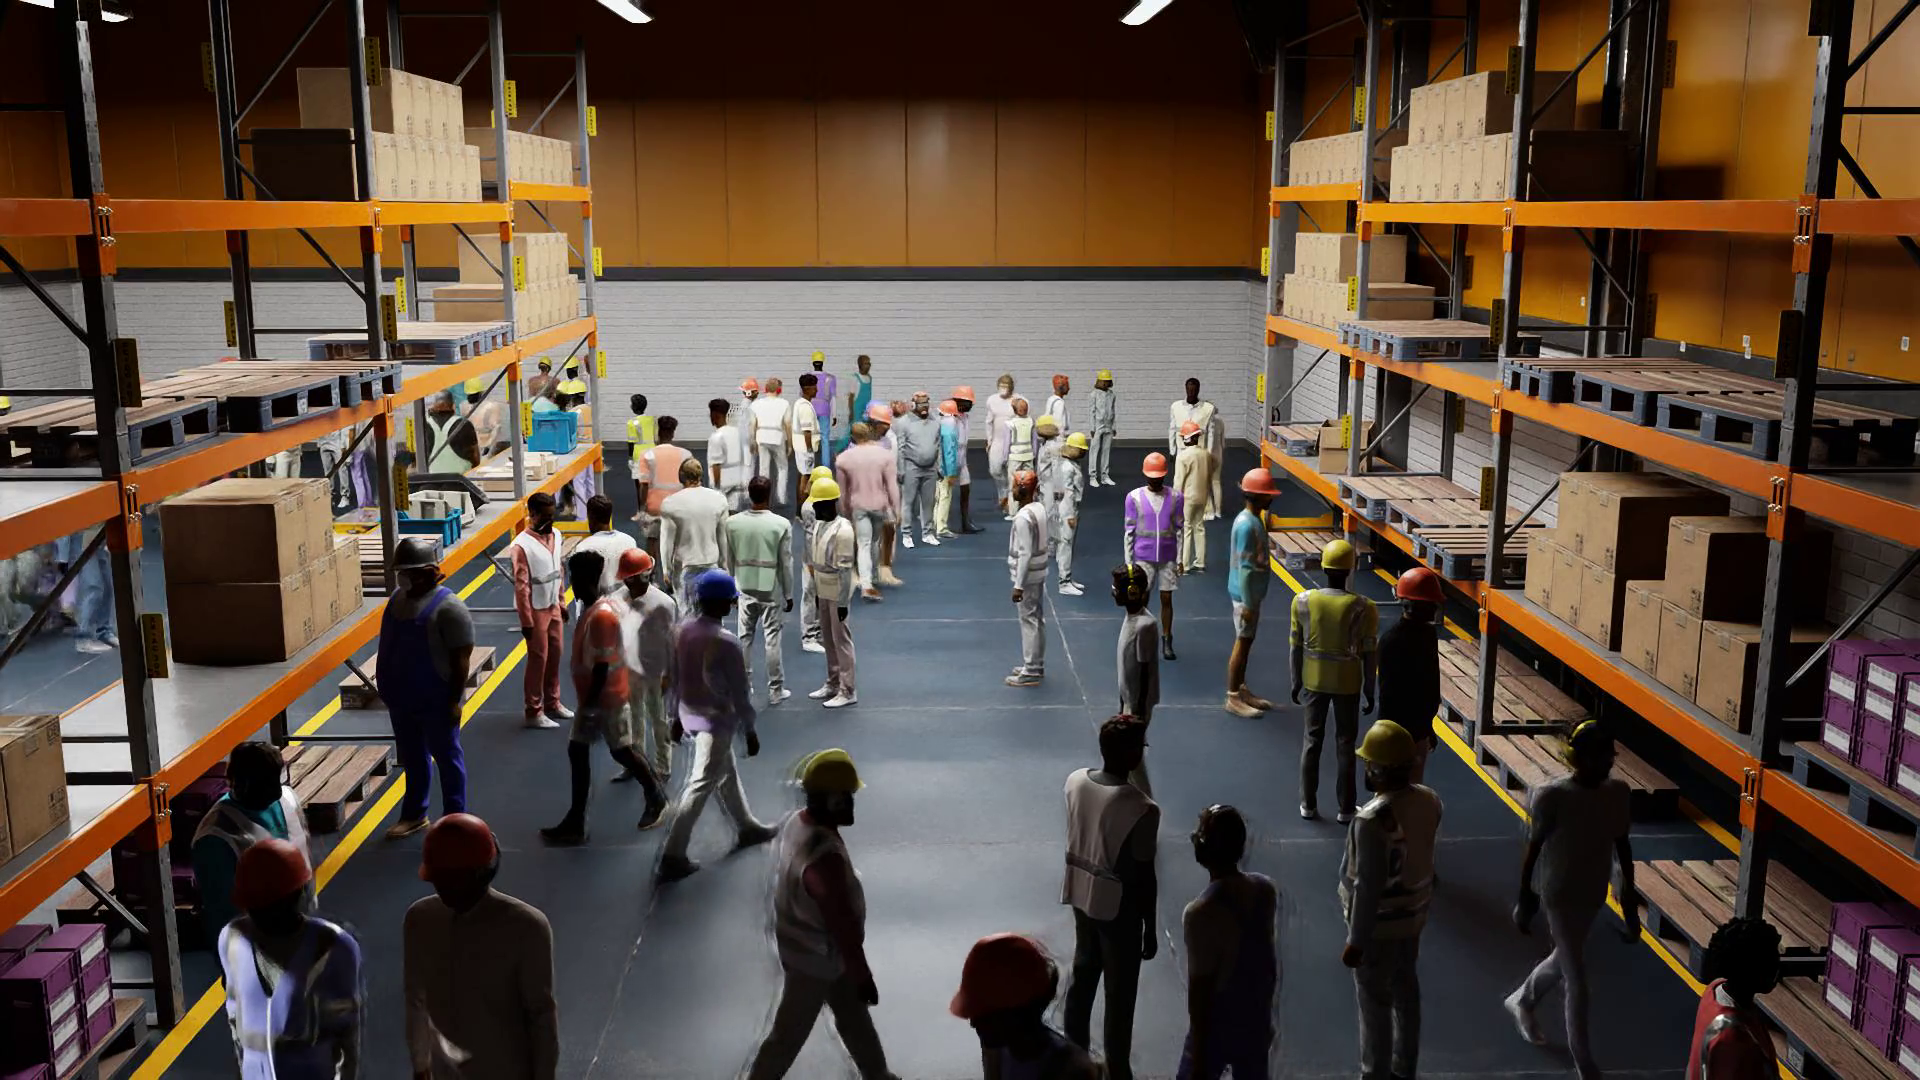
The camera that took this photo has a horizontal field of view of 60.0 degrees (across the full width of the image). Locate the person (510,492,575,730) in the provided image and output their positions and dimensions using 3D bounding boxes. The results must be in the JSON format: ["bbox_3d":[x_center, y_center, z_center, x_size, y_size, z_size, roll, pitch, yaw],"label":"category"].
[{"bbox_3d":[-3.334,0.554,13.199,0.396,1.908,0.599,3,12,17],"label":"person"}]

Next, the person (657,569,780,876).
[{"bbox_3d":[-1.551,1.122,10.399,1.005,1.896,0.646,-10,15,-42],"label":"person"}]

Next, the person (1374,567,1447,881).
[{"bbox_3d":[2.706,1.140,10.031,0.375,1.995,0.609,9,14,38],"label":"person"}]

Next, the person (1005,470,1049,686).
[{"bbox_3d":[0.582,0.330,14.376,0.358,1.882,0.574,4,12,17],"label":"person"}]

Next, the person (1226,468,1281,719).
[{"bbox_3d":[2.381,0.425,13.503,0.395,2.039,0.614,3,12,16],"label":"person"}]

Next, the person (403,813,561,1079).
[{"bbox_3d":[-1.753,1.935,6.077,0.620,1.986,0.408,3,12,14],"label":"person"}]

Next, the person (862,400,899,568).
[{"bbox_3d":[-0.941,-0.646,19.136,0.416,1.940,0.610,-8,14,-34],"label":"person"}]

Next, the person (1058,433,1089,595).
[{"bbox_3d":[1.221,-0.289,17.854,0.311,1.735,0.483,2,11,9],"label":"person"}]

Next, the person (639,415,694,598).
[{"bbox_3d":[-3.114,-0.353,17.691,0.639,1.926,0.528,-4,12,-20],"label":"person"}]

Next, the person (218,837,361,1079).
[{"bbox_3d":[-2.431,1.994,5.974,0.554,1.893,0.965,1,11,7],"label":"person"}]

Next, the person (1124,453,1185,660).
[{"bbox_3d":[1.777,0.151,15.185,0.548,1.924,0.387,0,11,-2],"label":"person"}]

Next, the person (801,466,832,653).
[{"bbox_3d":[-1.306,0.171,15.537,0.313,1.738,0.483,4,12,19],"label":"person"}]

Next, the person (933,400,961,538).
[{"bbox_3d":[-0.172,-0.890,20.856,0.354,1.737,0.578,-3,12,-16],"label":"person"}]

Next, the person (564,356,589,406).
[{"bbox_3d":[-5.751,-1.792,24.909,0.377,1.922,0.593,2,11,9],"label":"person"}]

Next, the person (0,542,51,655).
[{"bbox_3d":[-8.809,0.087,15.538,0.654,1.910,0.659,-2,11,-9],"label":"person"}]

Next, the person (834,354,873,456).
[{"bbox_3d":[-1.659,-2.071,26.602,0.751,1.821,0.530,8,14,37],"label":"person"}]

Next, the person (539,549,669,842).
[{"bbox_3d":[-2.332,1.012,10.920,0.875,1.909,0.649,-7,13,-32],"label":"person"}]

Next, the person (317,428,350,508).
[{"bbox_3d":[-8.687,-1.318,22.989,0.486,1.744,0.296,4,12,17],"label":"person"}]

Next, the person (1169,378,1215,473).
[{"bbox_3d":[3.039,-1.178,21.846,0.589,1.920,0.399,3,12,15],"label":"person"}]

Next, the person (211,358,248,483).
[{"bbox_3d":[-10.881,-1.744,24.748,0.548,1.899,0.923,1,11,3],"label":"person"}]

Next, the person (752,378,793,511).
[{"bbox_3d":[-2.553,-1.299,22.713,0.600,1.803,0.764,2,11,10],"label":"person"}]

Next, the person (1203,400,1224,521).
[{"bbox_3d":[3.317,-1.058,22.019,0.567,1.616,0.339,-10,15,-42],"label":"person"}]

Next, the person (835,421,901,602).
[{"bbox_3d":[-0.971,-0.308,17.626,0.666,1.881,0.971,-2,12,-12],"label":"person"}]

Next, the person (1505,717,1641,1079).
[{"bbox_3d":[2.868,1.671,7.826,0.524,1.822,0.986,-3,12,-16],"label":"person"}]

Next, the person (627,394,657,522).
[{"bbox_3d":[-4.183,-1.080,21.946,0.322,1.691,0.536,7,13,31],"label":"person"}]

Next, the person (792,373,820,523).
[{"bbox_3d":[-2.017,-1.214,21.906,0.362,1.963,0.614,-3,12,-14],"label":"person"}]

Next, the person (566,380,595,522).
[{"bbox_3d":[-4.893,-1.105,21.504,0.394,1.913,0.591,5,12,22],"label":"person"}]

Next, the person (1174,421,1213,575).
[{"bbox_3d":[2.597,-0.479,18.792,0.568,1.741,0.354,-10,15,-41],"label":"person"}]

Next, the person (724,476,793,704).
[{"bbox_3d":[-1.673,0.419,13.880,0.586,1.910,0.395,3,12,14],"label":"person"}]

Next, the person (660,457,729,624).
[{"bbox_3d":[-2.353,0.225,14.803,0.635,1.932,0.363,-5,13,-26],"label":"person"}]

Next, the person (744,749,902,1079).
[{"bbox_3d":[-0.621,1.795,7.322,0.980,1.774,0.601,-2,12,-12],"label":"person"}]

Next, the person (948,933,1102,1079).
[{"bbox_3d":[0.282,2.131,5.123,0.722,1.990,0.608,-8,14,-35],"label":"person"}]

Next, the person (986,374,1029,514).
[{"bbox_3d":[0.635,-1.289,22.445,0.664,1.910,0.475,6,13,29],"label":"person"}]
